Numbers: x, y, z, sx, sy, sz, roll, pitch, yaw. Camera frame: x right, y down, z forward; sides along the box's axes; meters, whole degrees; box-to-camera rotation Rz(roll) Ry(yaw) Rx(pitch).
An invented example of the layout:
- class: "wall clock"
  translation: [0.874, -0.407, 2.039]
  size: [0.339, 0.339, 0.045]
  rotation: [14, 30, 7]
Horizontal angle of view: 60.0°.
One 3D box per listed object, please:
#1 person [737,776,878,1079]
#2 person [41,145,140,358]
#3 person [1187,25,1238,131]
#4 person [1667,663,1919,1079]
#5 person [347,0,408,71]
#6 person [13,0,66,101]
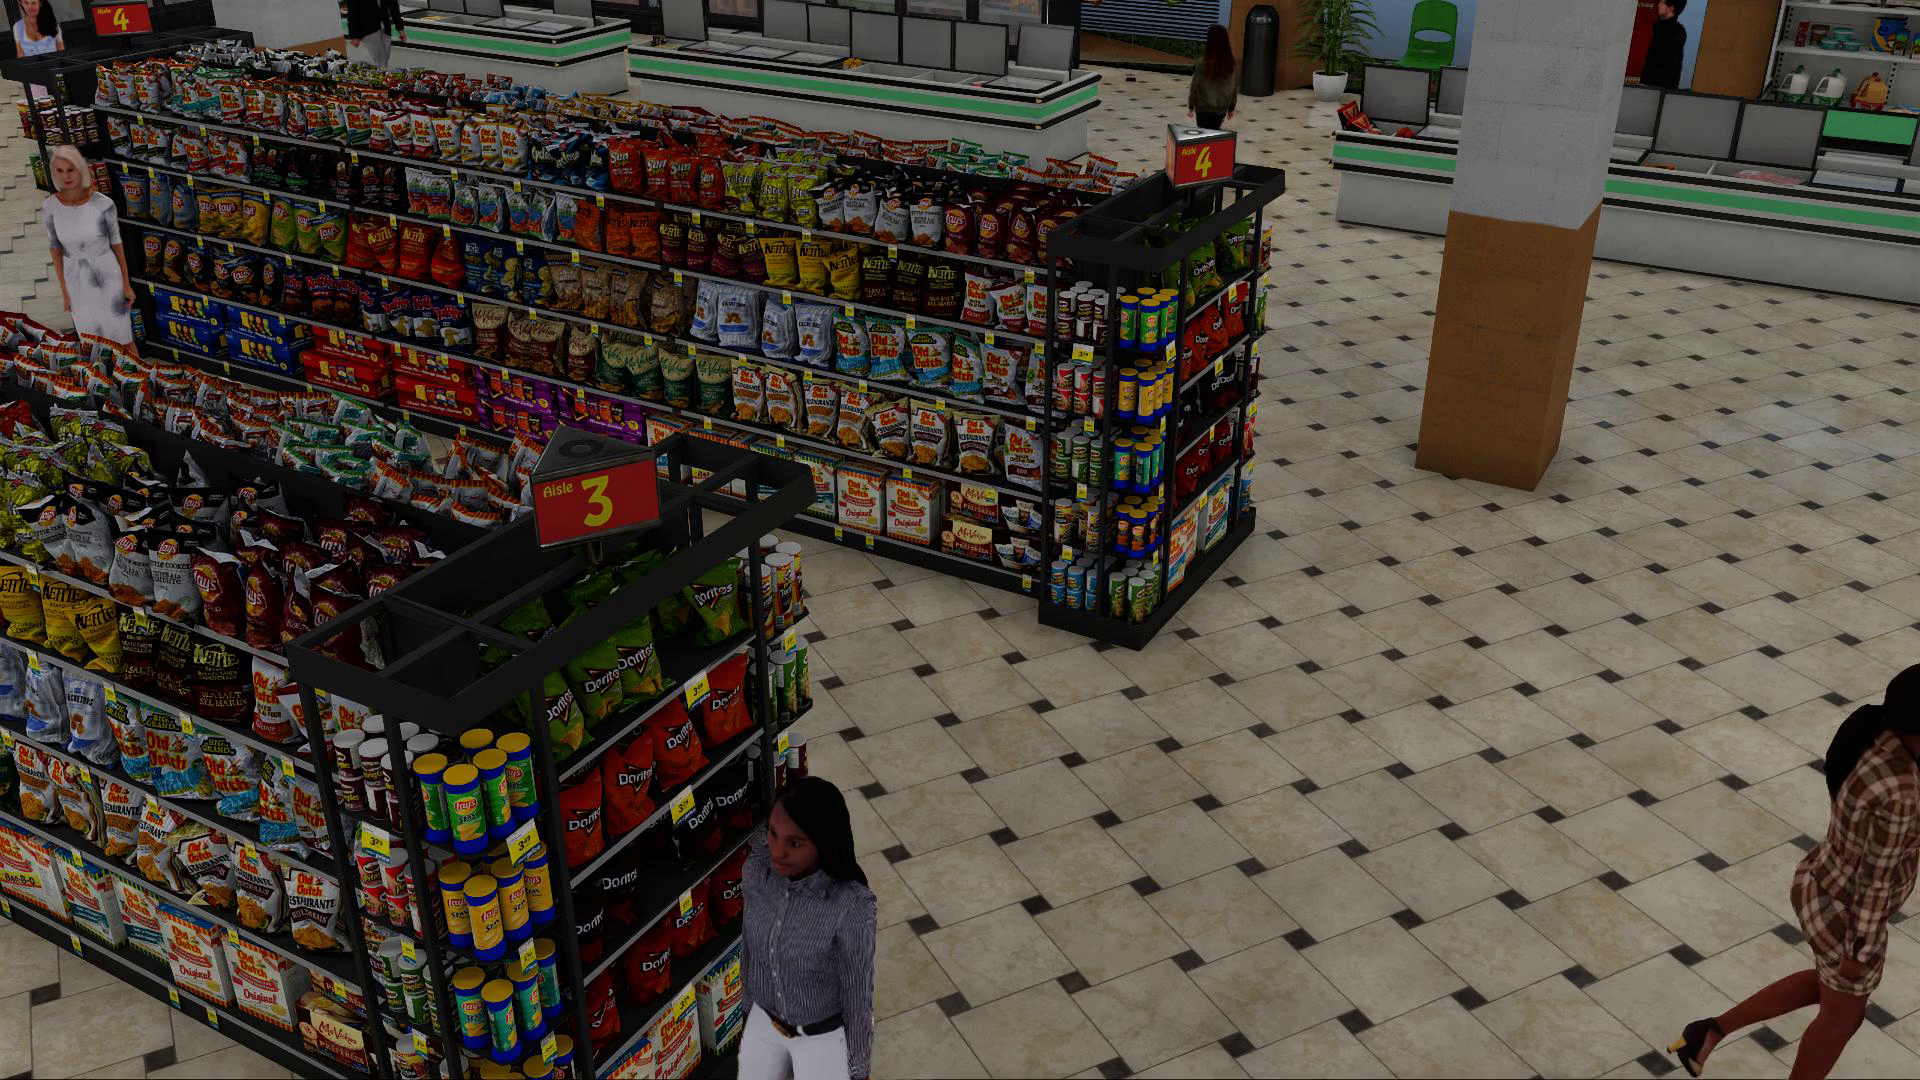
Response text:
- class: "person"
  translation: [-0.361, 1.328, 4.552]
  size: [0.705, 1.712, 0.728]
  rotation: [19, 33, 33]
- class: "person"
  translation: [-5.313, -1.560, 10.205]
  size: [0.644, 1.749, 0.679]
  rotation: [-11, 29, -21]
- class: "person"
  translation: [2.320, -3.918, 15.177]
  size: [0.907, 1.458, 0.987]
  rotation: [-8, 28, -16]
- class: "person"
  translation: [2.517, 1.109, 4.917]
  size: [0.840, 1.773, 0.697]
  rotation: [7, 28, 13]
- class: "person"
  translation: [-6.297, -5.464, 17.697]
  size: [0.674, 1.936, 0.710]
  rotation: [17, 31, 30]
- class: "person"
  translation: [-8.261, -4.069, 15.103]
  size: [1.049, 1.795, 1.131]
  rotation: [-9, 28, -17]
